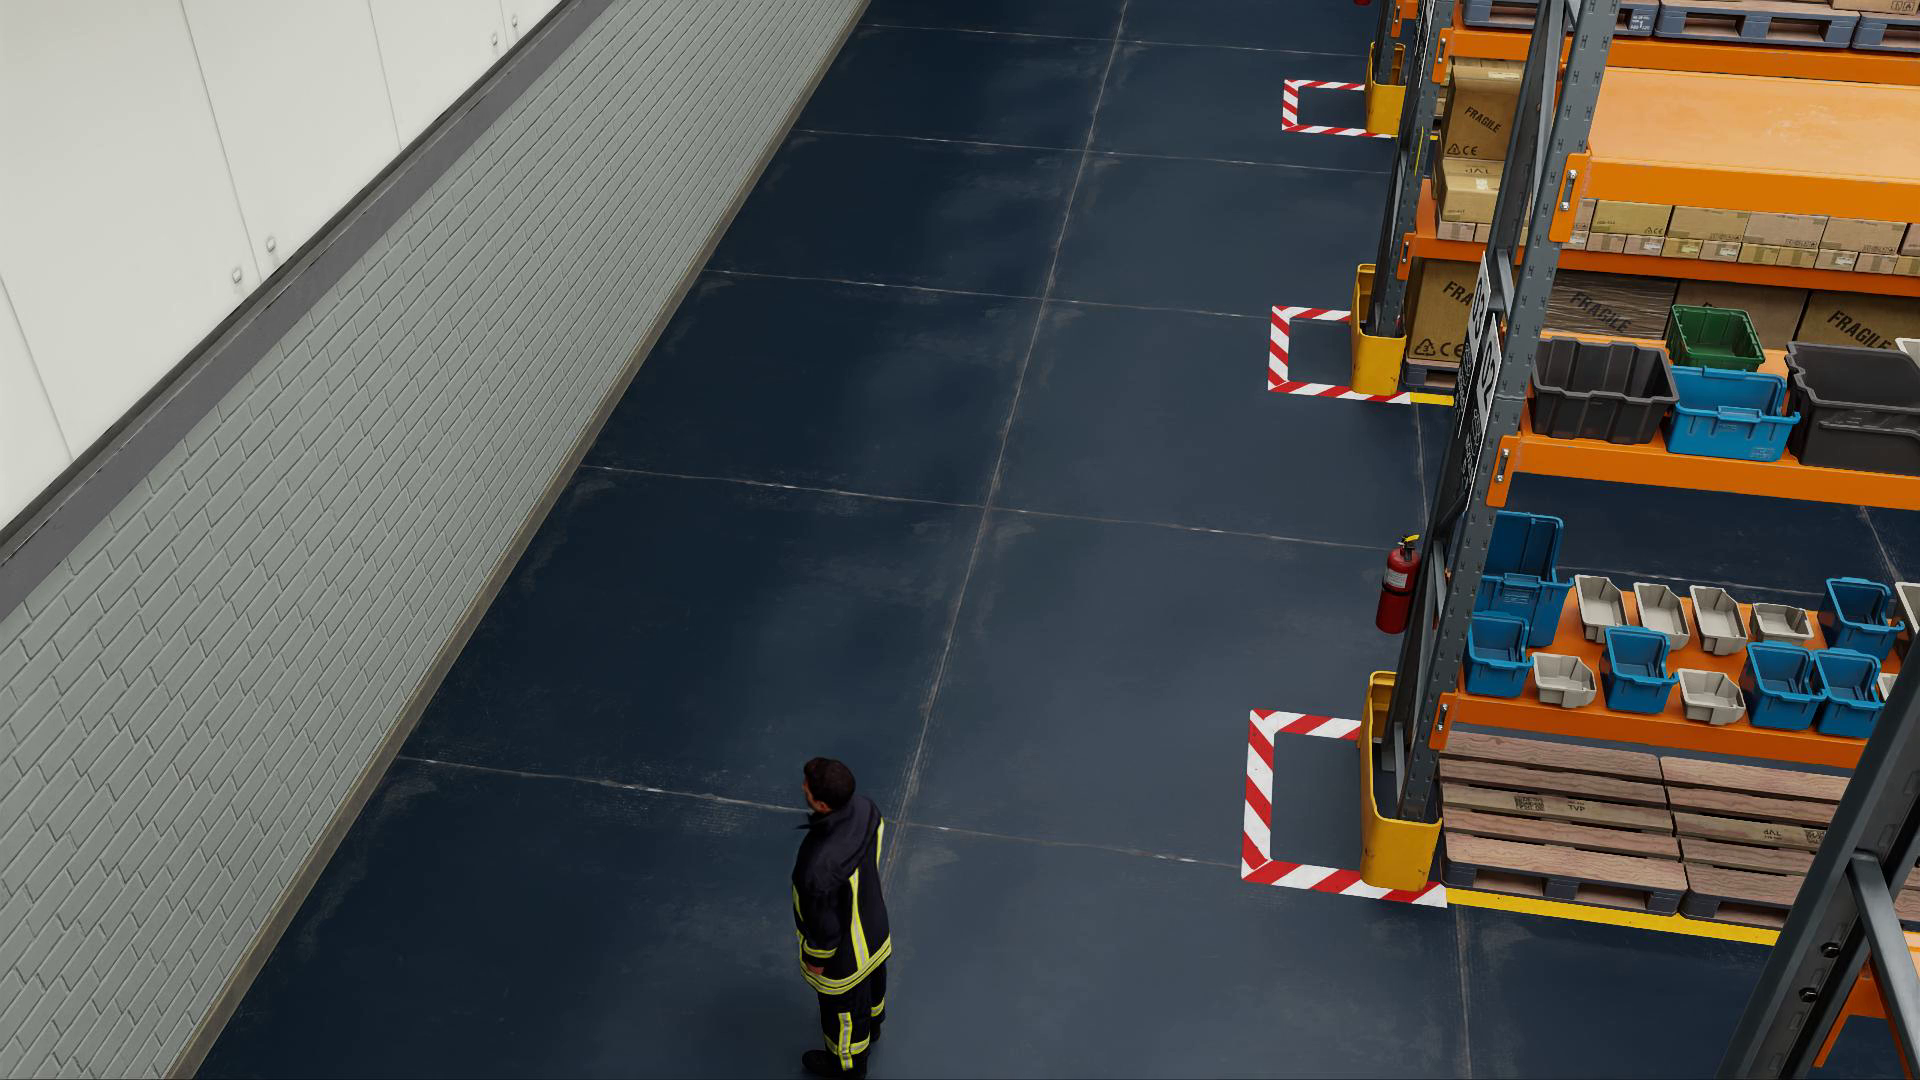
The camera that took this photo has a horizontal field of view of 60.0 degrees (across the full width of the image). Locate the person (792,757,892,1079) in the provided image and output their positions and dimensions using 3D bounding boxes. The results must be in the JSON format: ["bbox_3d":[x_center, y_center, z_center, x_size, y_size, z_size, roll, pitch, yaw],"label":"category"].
[{"bbox_3d":[-0.520,1.691,7.422,0.705,1.928,0.812,11,39,14],"label":"person"}]
